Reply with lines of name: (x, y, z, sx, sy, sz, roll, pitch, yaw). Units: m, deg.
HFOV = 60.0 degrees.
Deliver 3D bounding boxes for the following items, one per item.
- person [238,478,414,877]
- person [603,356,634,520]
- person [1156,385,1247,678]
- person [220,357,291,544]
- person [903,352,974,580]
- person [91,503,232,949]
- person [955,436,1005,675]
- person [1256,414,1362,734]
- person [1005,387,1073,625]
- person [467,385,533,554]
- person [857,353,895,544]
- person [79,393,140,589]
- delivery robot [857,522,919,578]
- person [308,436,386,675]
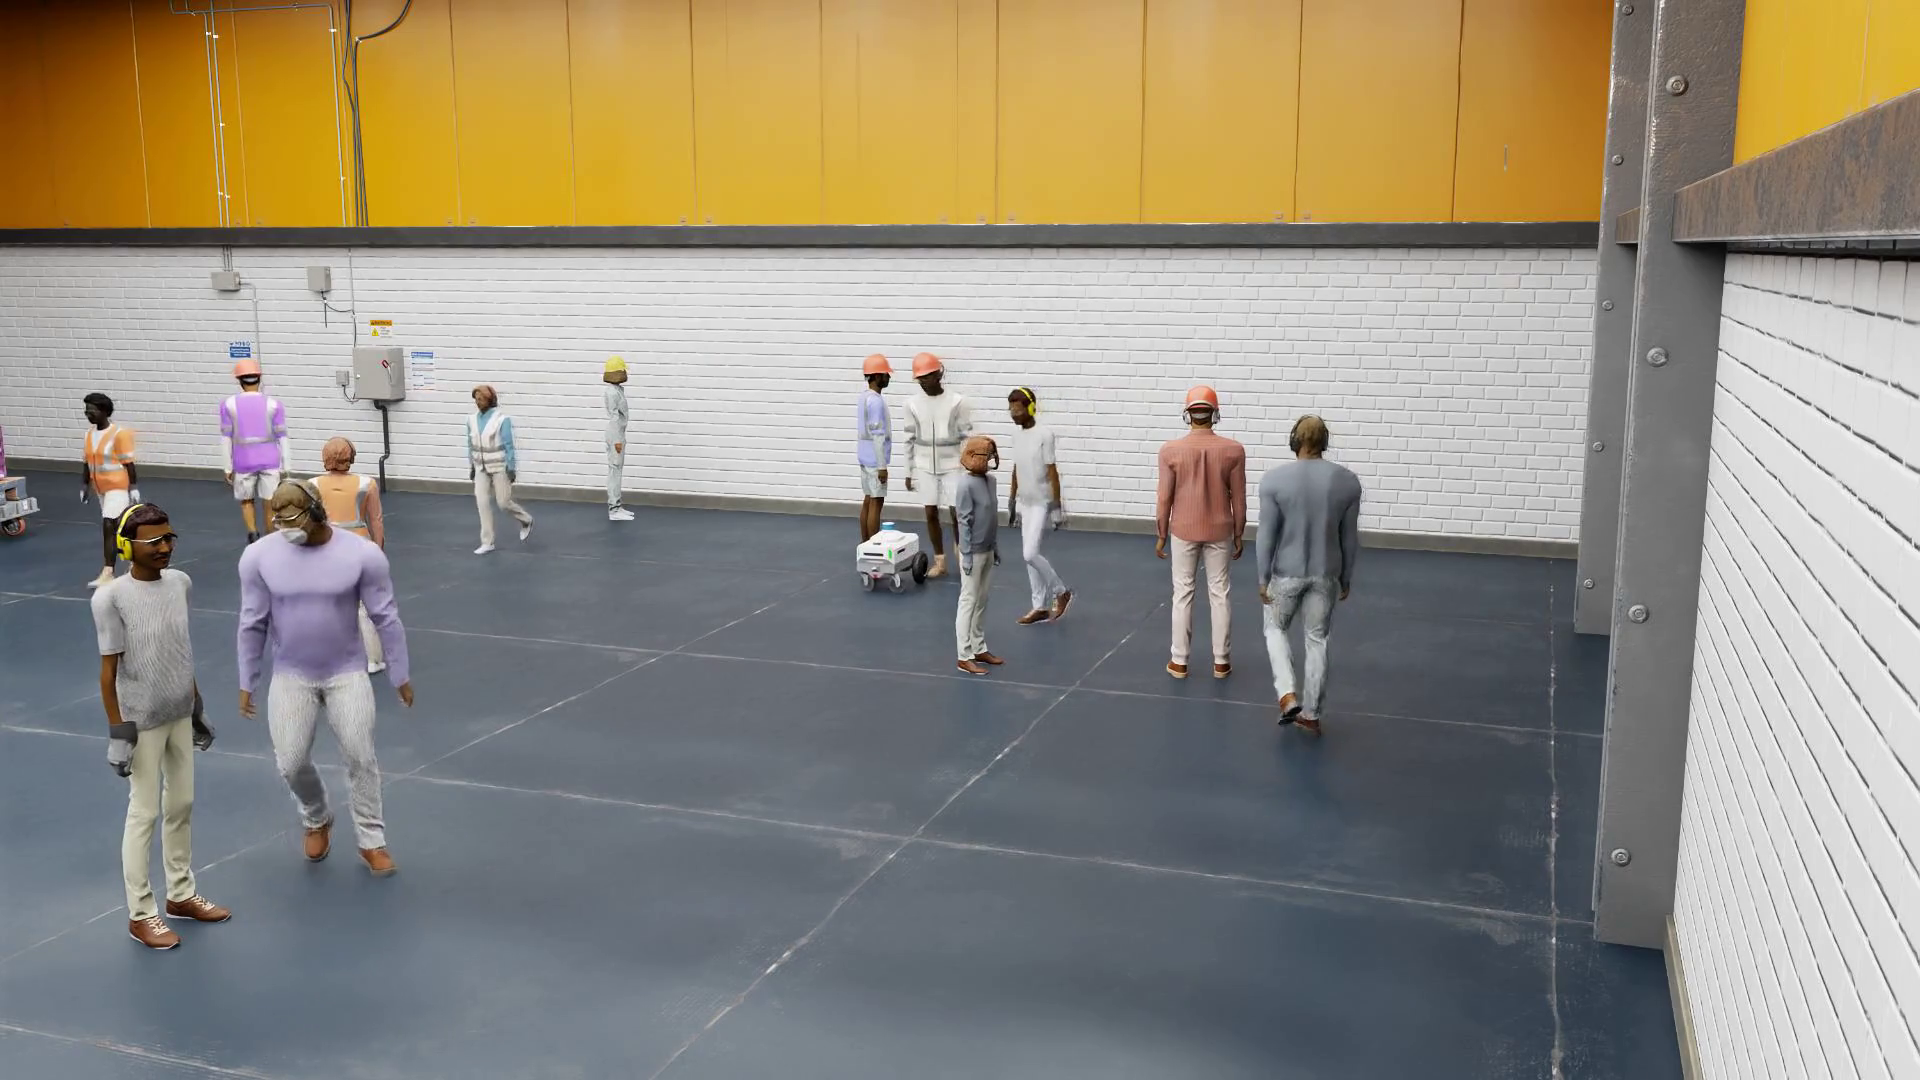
person: (-2.912, 0.633, 7.651, 0.769, 1.903, 0.496, -3, 10, -15)
person: (-3.650, -1.087, 17.773, 0.283, 1.746, 0.493, -2, 10, -10)
person: (1.626, -0.048, 11.249, 0.611, 1.985, 0.393, 0, 10, 2)
person: (-6.371, -0.695, 15.083, 0.572, 1.916, 0.423, -4, 11, -21)
person: (-0.169, -0.646, 14.579, 0.657, 2.004, 0.633, 2, 10, 13)
person: (-3.362, 0.763, 7.004, 0.314, 1.869, 0.535, 3, 11, 17)
person: (0.135, 0.093, 11.443, 0.279, 1.633, 0.504, 5, 11, 25)
person: (2.070, 0.211, 9.955, 0.628, 1.928, 0.452, 0, 10, -1)
person: (0.574, -0.255, 12.803, 0.418, 1.845, 0.563, -6, 12, -32)
person: (-4.422, -0.692, 15.928, 0.529, 1.618, 0.614, 5, 11, 25)
person: (-0.761, -0.734, 15.229, 0.349, 1.943, 0.542, -3, 11, -17)
person: (-7.336, -0.418, 14.200, 0.547, 1.660, 0.747, 5, 11, 26)
delivery robot: (-0.613, 0.092, 14.221, 0.477, 0.478, 0.707, 3, 11, 18)
person: (-4.169, 0.119, 11.278, 0.523, 1.638, 0.311, -3, 11, -17)
